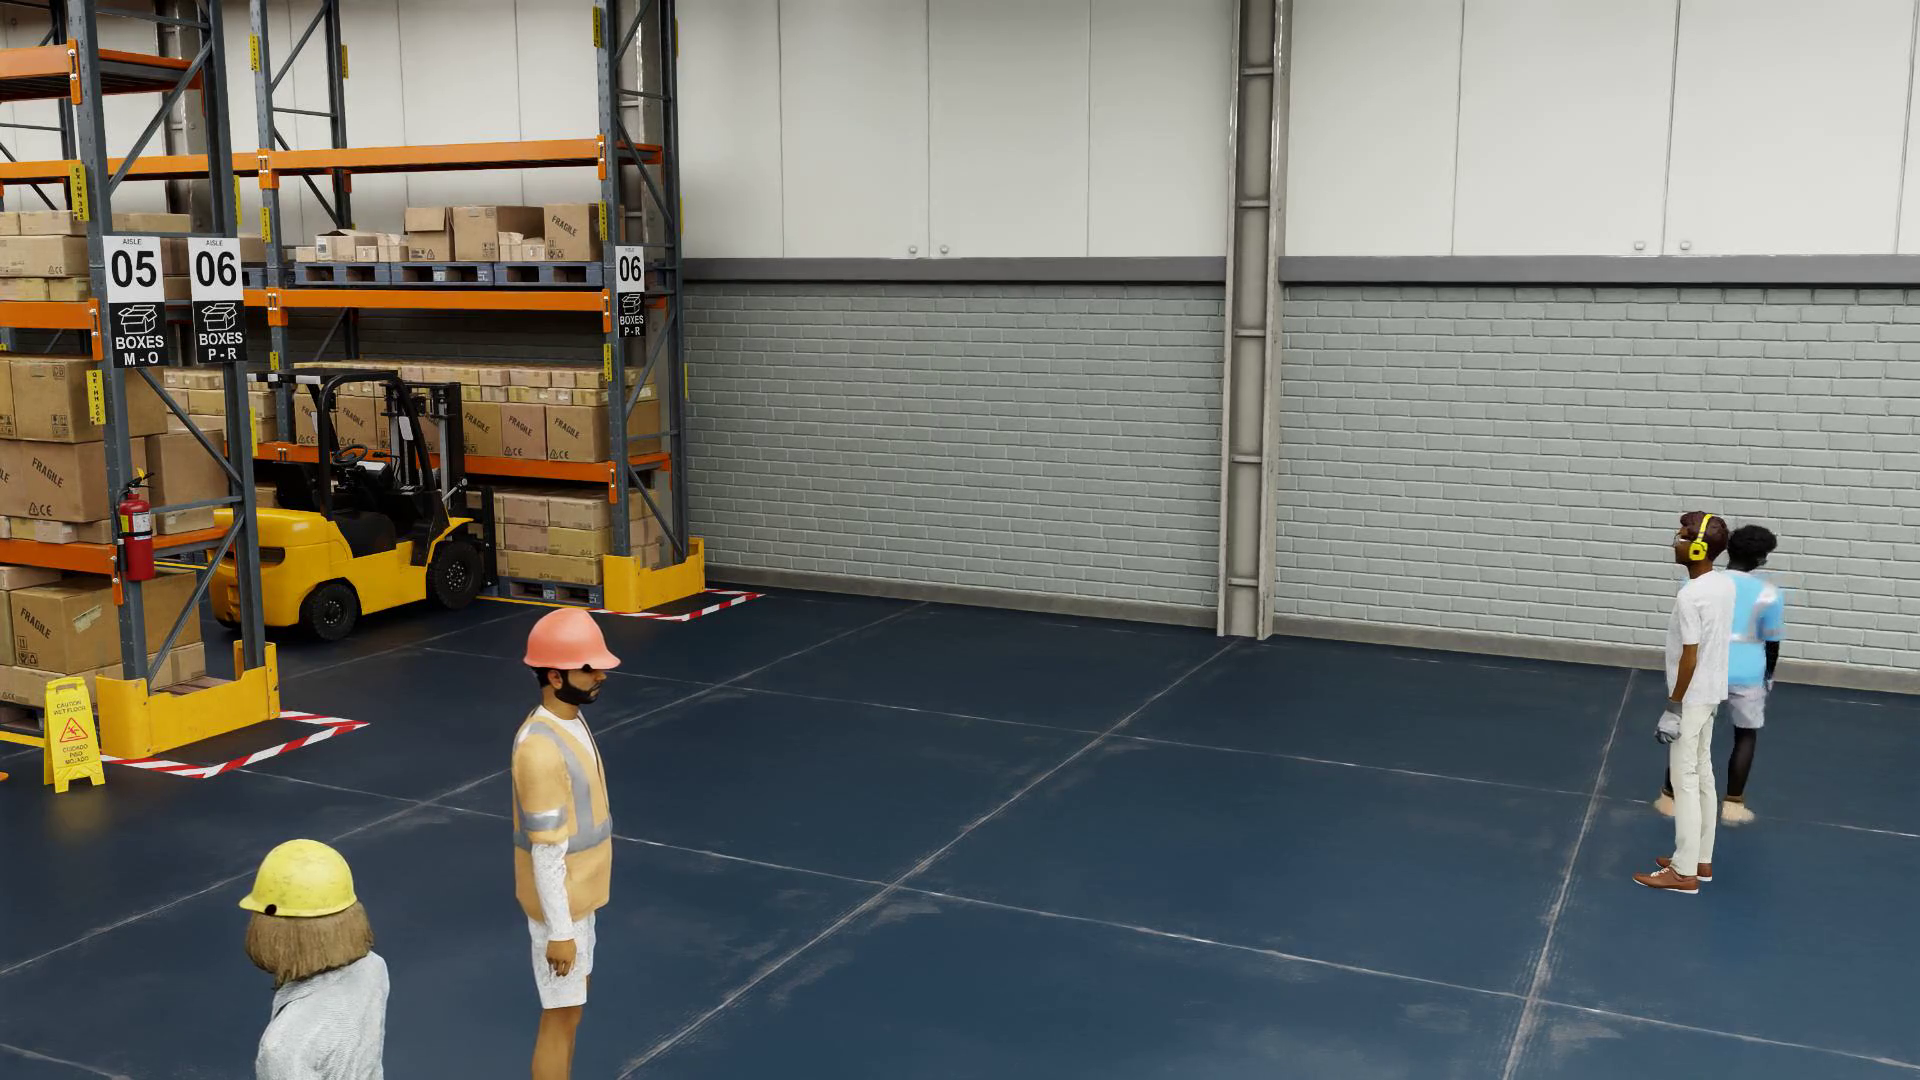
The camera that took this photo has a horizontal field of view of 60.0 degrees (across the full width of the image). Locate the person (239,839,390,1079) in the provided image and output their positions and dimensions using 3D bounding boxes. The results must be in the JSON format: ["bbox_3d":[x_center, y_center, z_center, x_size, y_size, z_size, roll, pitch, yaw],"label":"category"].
[{"bbox_3d":[-1.485,1.541,3.890,0.295,1.744,0.484,0,9,2],"label":"person"}]

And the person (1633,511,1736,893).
[{"bbox_3d":[3.559,0.785,8.123,0.328,1.877,0.513,9,13,43],"label":"person"}]

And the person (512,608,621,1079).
[{"bbox_3d":[-1.284,1.175,5.534,0.362,1.935,0.553,-1,9,-6],"label":"person"}]

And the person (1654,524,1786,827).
[{"bbox_3d":[4.150,0.737,9.053,0.592,1.662,0.323,5,10,26],"label":"person"}]
